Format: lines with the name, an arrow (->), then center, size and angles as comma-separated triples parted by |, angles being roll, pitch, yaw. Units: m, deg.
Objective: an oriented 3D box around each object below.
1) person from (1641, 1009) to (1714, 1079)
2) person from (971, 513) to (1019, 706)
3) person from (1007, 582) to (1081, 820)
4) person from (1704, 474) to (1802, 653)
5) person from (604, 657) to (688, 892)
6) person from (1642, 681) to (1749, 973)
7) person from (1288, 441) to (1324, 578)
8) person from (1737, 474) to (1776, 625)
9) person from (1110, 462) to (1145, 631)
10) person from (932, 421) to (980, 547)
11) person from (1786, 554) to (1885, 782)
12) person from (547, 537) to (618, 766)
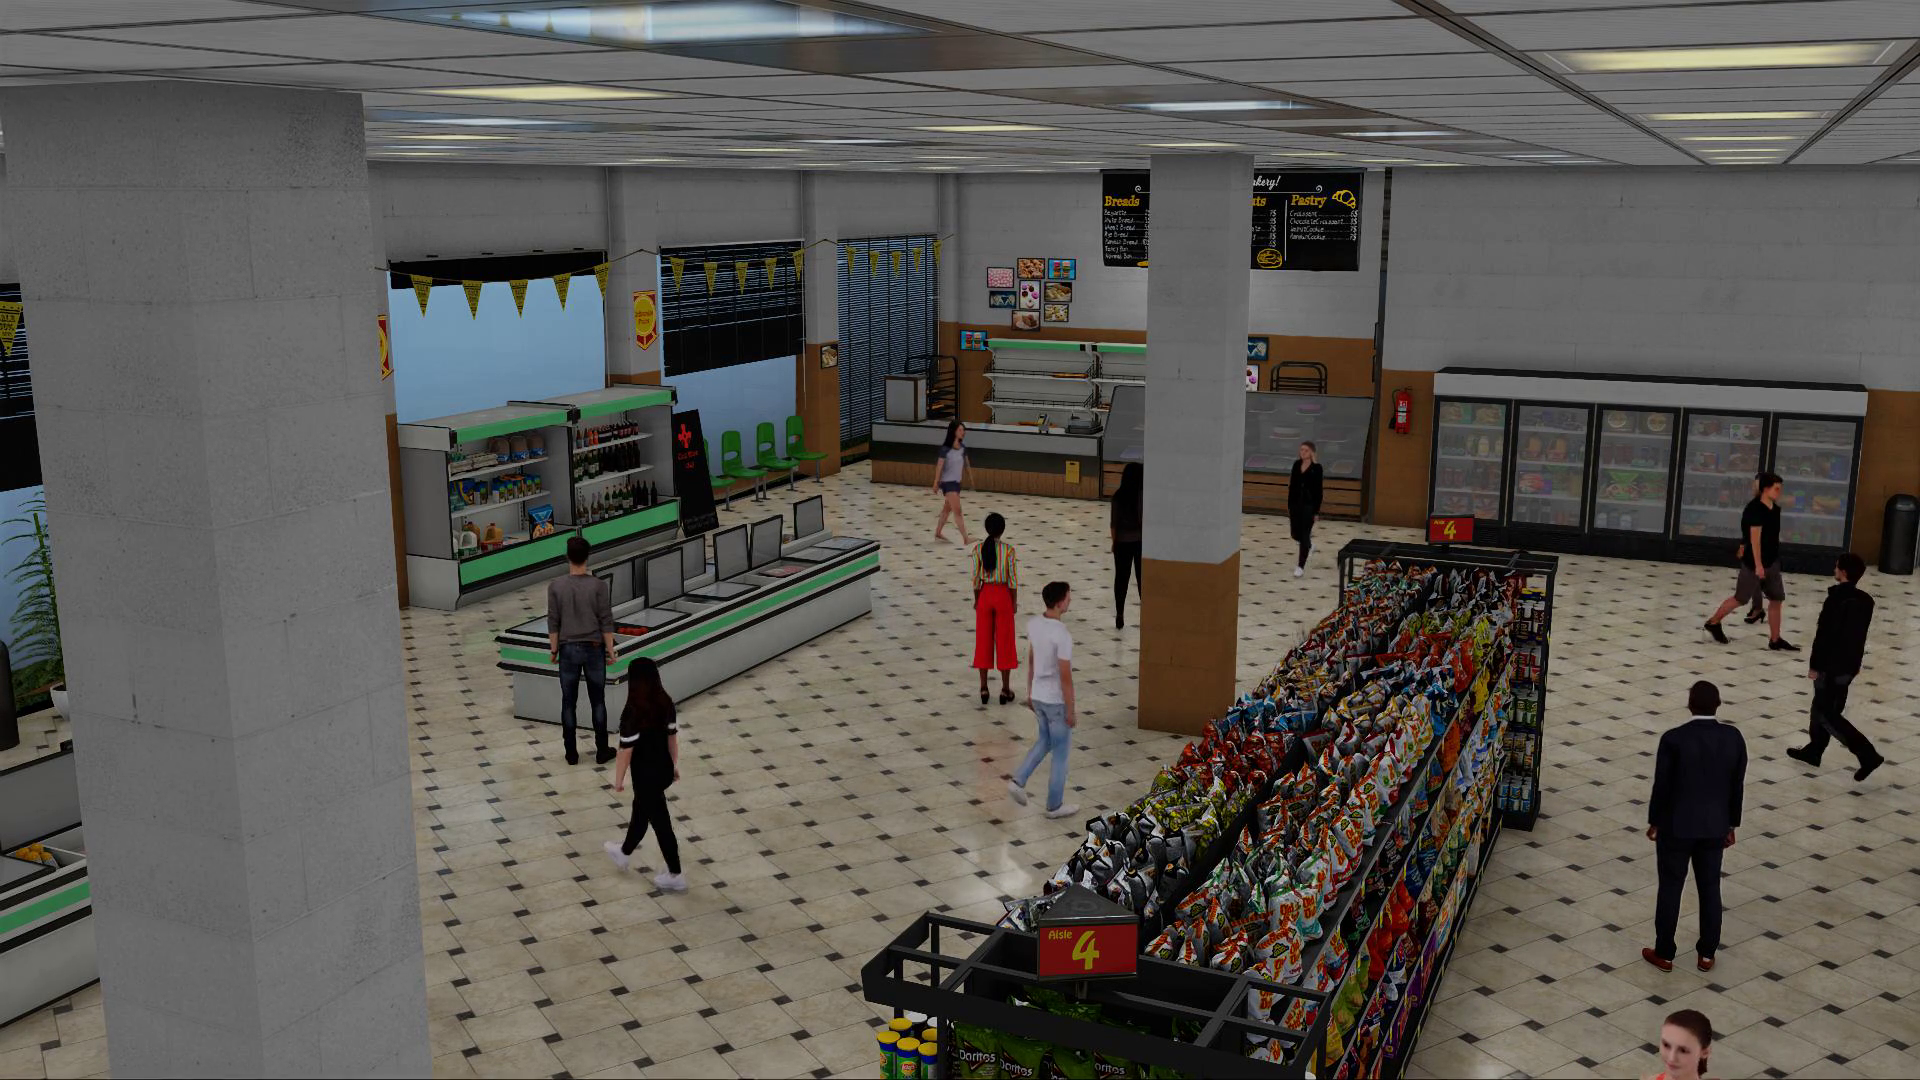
person -> 2.746, 2.587, 6.297 | 0.704, 1.716, 1.167 | 9, 15, 35
person -> 0.322, 0.629, 15.405 | 0.636, 1.793, 0.590 | 3, 12, 13
person -> 0.612, 1.224, 12.478 | 0.977, 1.835, 0.889 | -8, 14, -32
person -> 8.179, 0.230, 17.195 | 1.234, 1.836, 1.134 | -8, 14, -33
person -> -2.025, 1.606, 11.210 | 0.748, 1.610, 0.964 | 7, 14, 31
person -> 4.447, 1.733, 10.089 | 0.775, 1.824, 0.724 | 1, 12, 5
person -> 4.302, -0.389, 20.539 | 0.760, 1.671, 0.987 | 10, 16, 40
person -> 8.784, 0.118, 18.157 | 0.638, 1.660, 0.740 | -11, 16, -43
person -> 1.866, 0.068, 17.953 | 0.683, 1.841, 0.649 | 3, 12, 14
person -> -0.167, -0.749, 22.284 | 0.893, 1.655, 1.121 | 10, 16, 40
person -> 7.149, 1.039, 13.398 | 1.152, 1.819, 1.096 | -9, 15, -36
person -> -3.134, 0.914, 13.764 | 0.786, 1.911, 0.767 | -1, 12, -4
